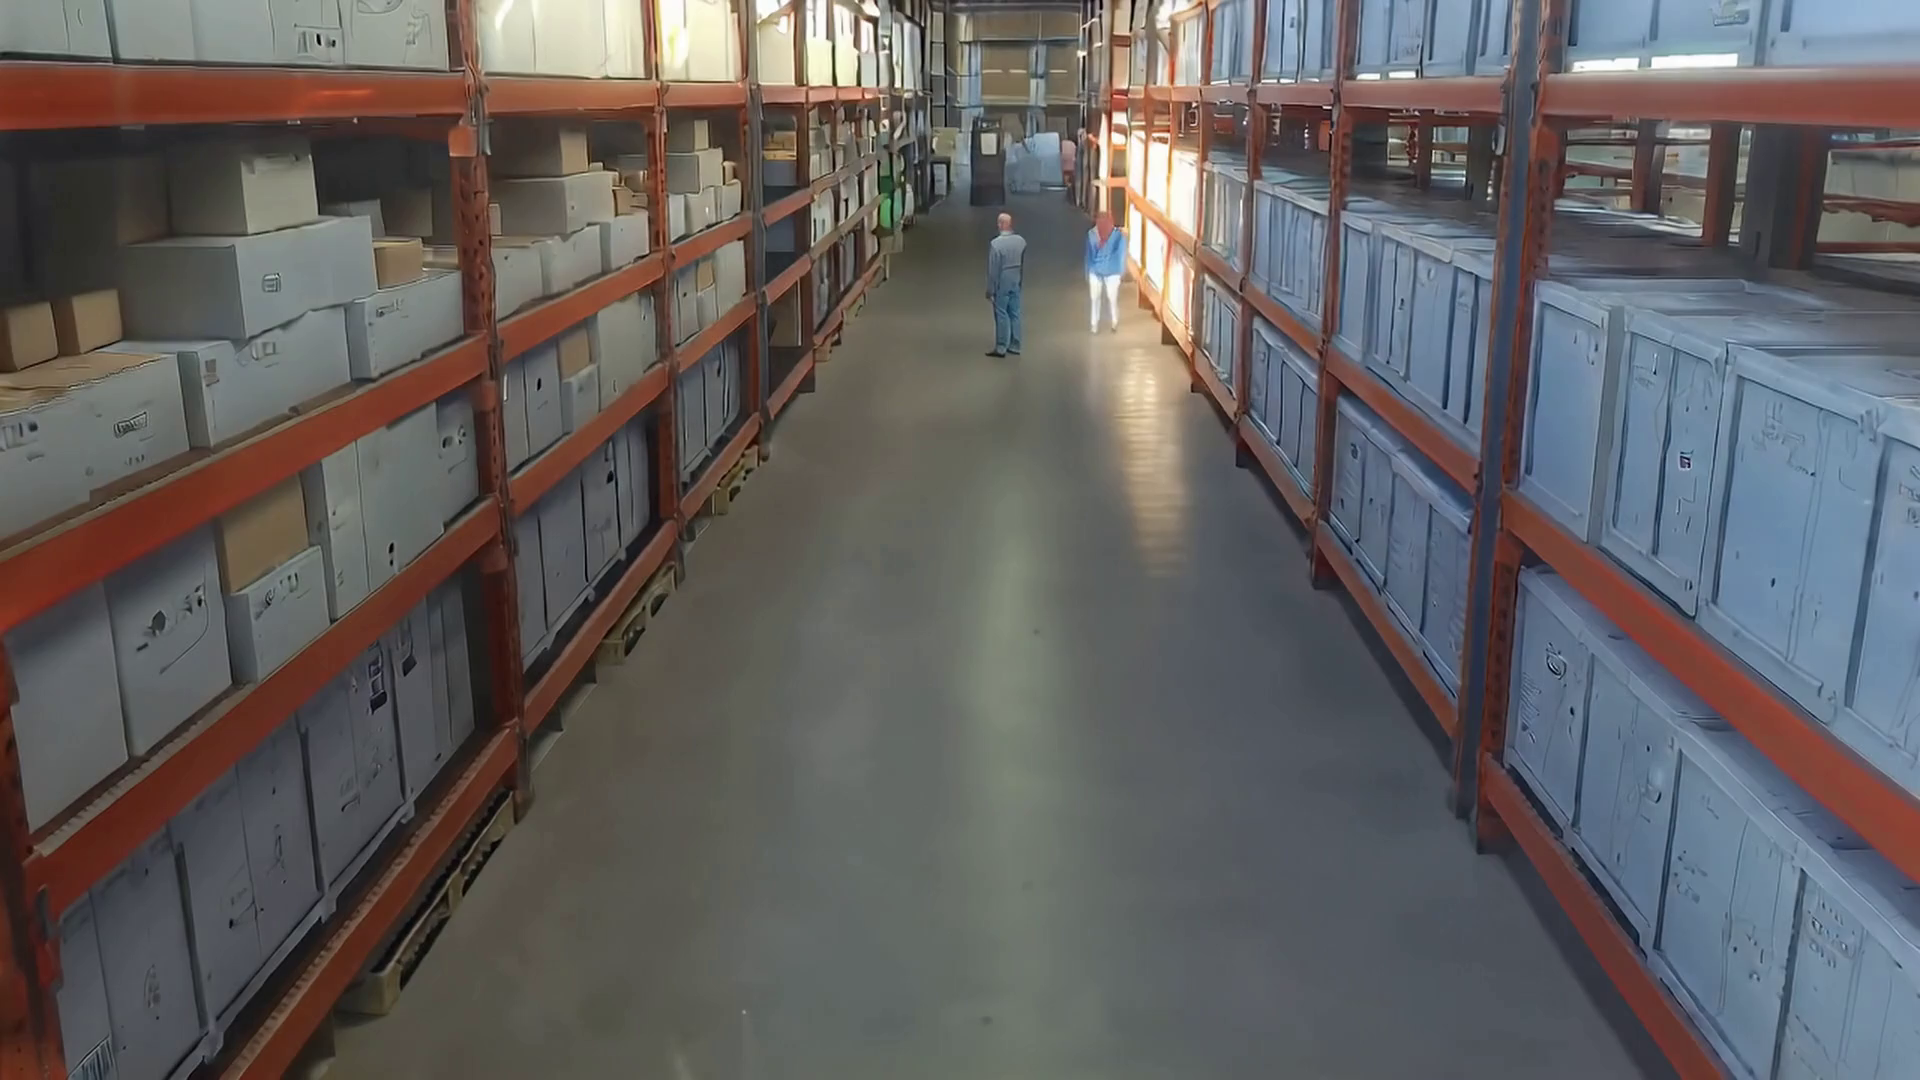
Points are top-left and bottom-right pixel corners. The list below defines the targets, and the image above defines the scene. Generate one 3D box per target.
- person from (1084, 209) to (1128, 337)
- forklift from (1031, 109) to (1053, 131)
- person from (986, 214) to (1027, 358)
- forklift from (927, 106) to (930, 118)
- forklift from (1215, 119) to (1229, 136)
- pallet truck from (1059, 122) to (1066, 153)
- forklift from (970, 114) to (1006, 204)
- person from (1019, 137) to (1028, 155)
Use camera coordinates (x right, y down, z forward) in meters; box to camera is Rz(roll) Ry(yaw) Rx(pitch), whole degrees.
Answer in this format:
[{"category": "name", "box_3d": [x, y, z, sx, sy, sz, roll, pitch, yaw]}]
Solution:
[{"category": "person", "box_3d": [2.119, -3.889, 24.248, 0.631, 1.841, 0.429, 5, 16, 18]}, {"category": "forklift", "box_3d": [3.411, -16.597, 69.542, 1.129, 2.768, 1.873, 0, 15, 2]}, {"category": "person", "box_3d": [0.592, -3.407, 22.314, 0.654, 1.906, 0.406, -14, 20, -42]}, {"category": "forklift", "box_3d": [-1.919, -21.447, 87.590, 1.129, 2.768, 1.873, 0, 15, 2]}, {"category": "forklift", "box_3d": [6.604, -9.610, 43.547, 1.873, 2.768, 1.129, -6, 16, -23]}, {"category": "pallet truck", "box_3d": [5.788, -21.111, 88.014, 1.885, 1.965, 0.823, 5, 16, 18]}, {"category": "forklift", "box_3d": [0.908, -12.267, 53.433, 1.129, 2.768, 1.873, 0, 15, 2]}, {"category": "person", "box_3d": [2.372, -14.477, 63.627, 0.429, 1.844, 0.622, -6, 16, -20]}]
